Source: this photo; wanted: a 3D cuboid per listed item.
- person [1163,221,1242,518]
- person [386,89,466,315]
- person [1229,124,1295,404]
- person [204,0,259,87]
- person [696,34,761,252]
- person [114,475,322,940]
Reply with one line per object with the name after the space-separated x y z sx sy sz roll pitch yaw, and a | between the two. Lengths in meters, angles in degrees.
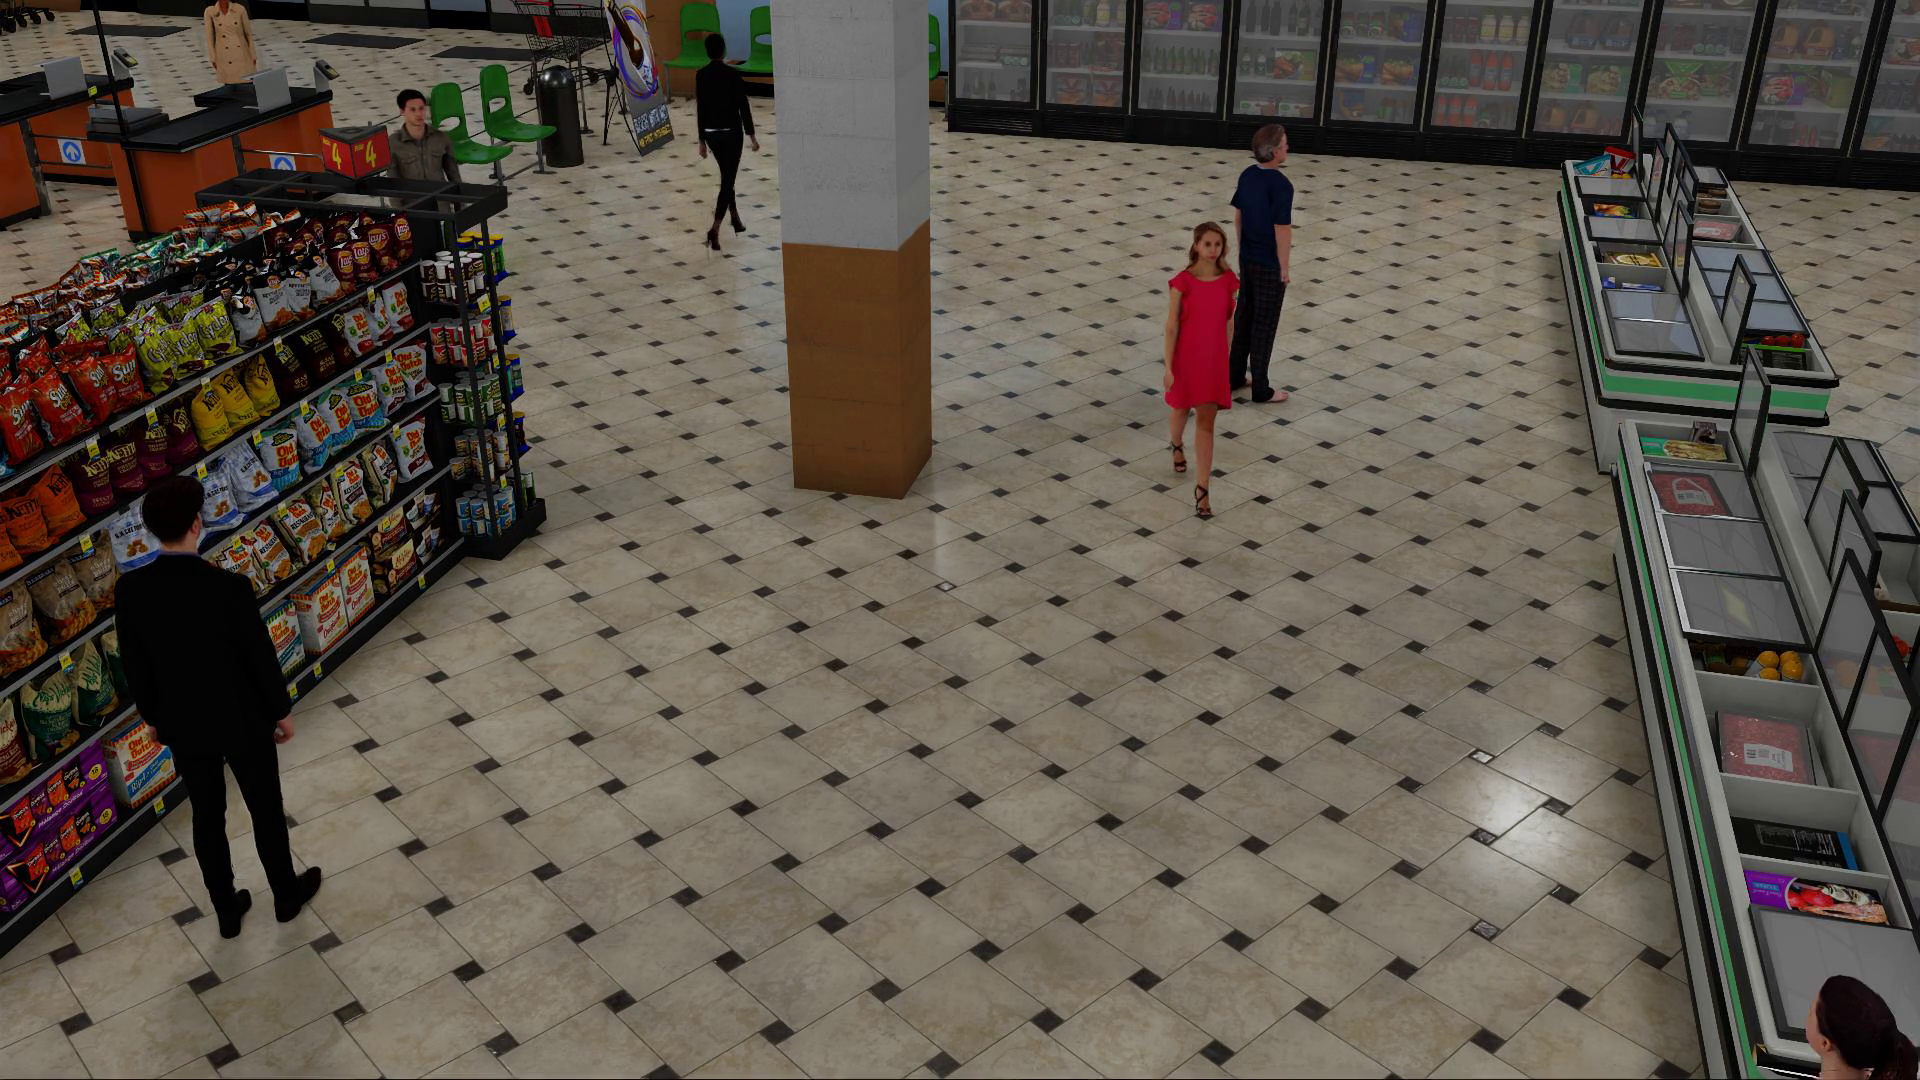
1.378 -1.055 9.816 0.809 1.682 1.124 -2 27 -4 | person
-3.925 -2.385 12.241 0.786 1.861 0.867 -17 32 -31 | person
2.028 -1.859 11.194 0.792 1.871 0.725 -14 30 -25 | person
-7.873 -5.223 18.035 0.712 1.682 0.735 -10 29 -20 | person
-2.038 -3.342 14.208 0.680 1.790 1.150 10 28 18 | person
-2.793 0.646 6.231 0.785 1.891 0.763 -2 27 -5 | person
